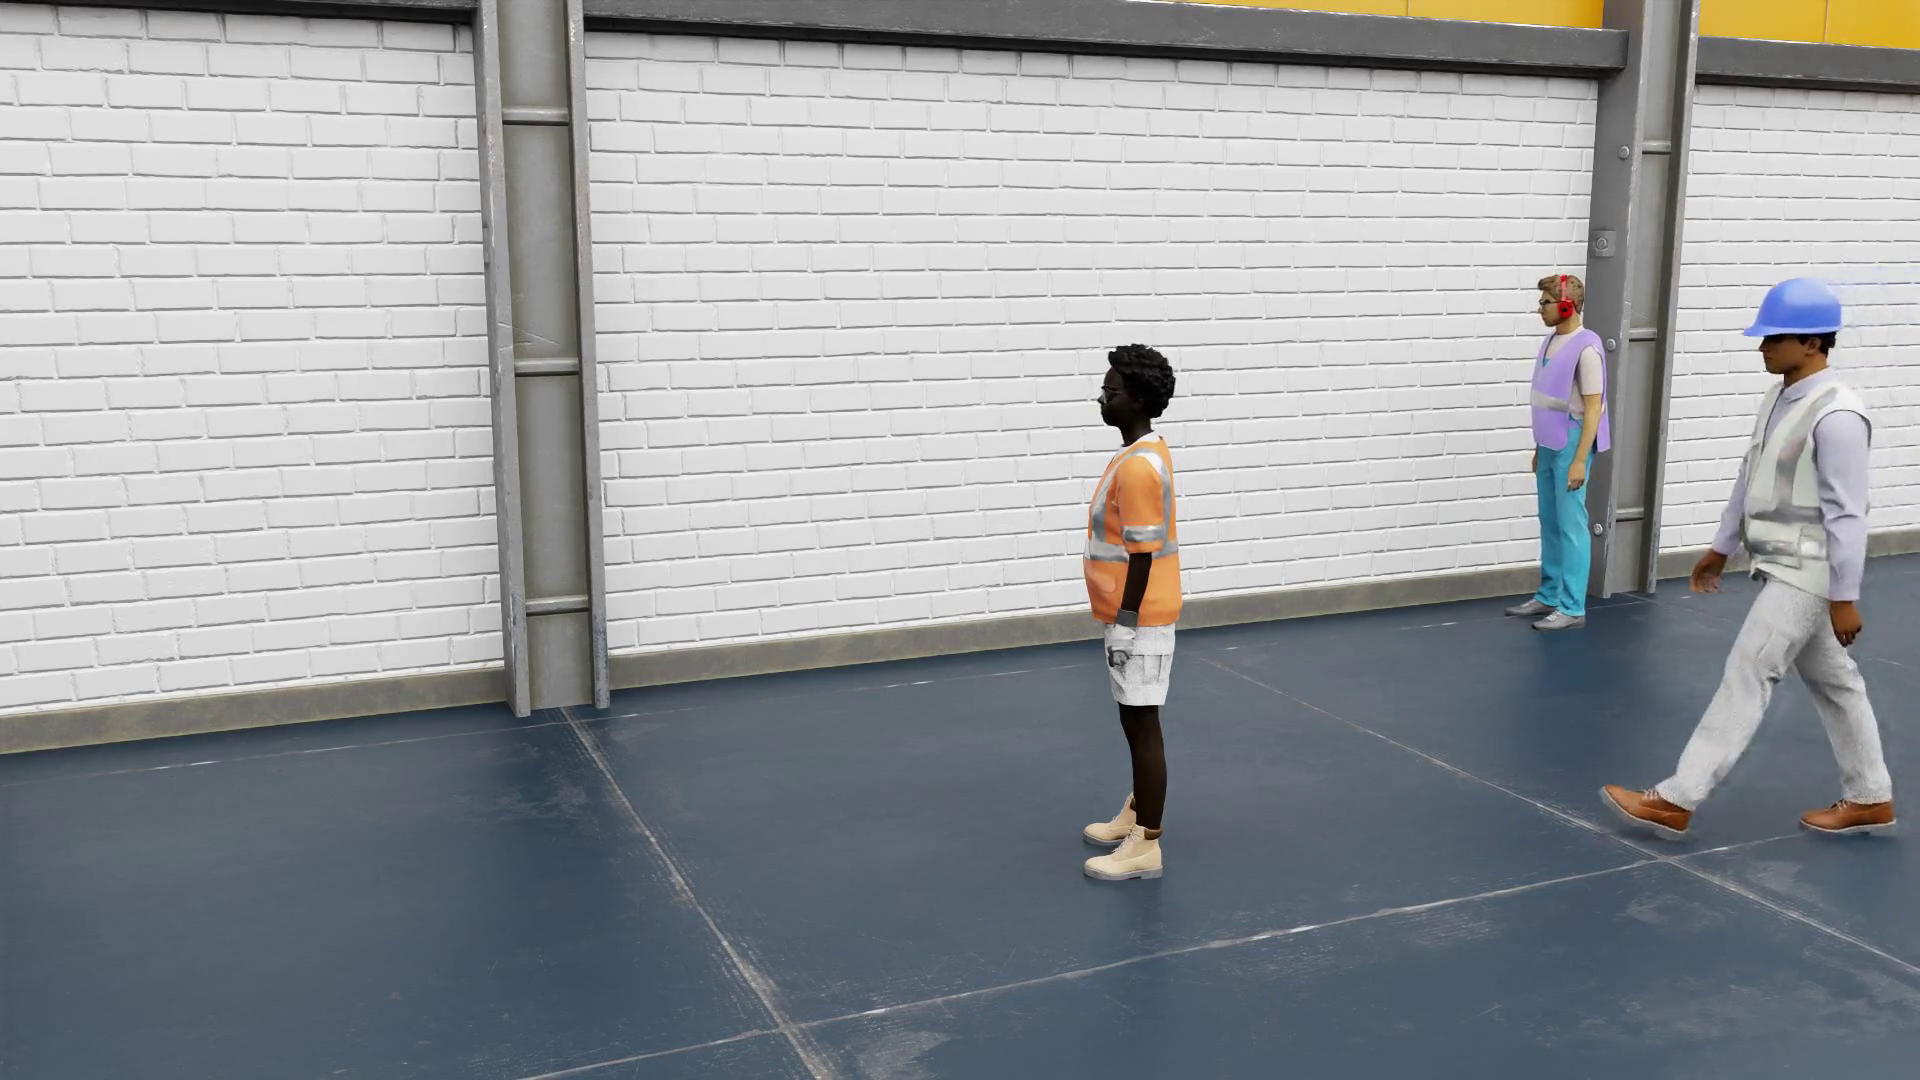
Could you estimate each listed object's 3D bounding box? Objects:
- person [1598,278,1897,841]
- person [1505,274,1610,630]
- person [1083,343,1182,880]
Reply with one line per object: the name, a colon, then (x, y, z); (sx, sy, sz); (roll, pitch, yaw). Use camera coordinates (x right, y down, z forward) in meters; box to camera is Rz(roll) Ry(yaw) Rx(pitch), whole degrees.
person: (2.722, 0.087, 5.536); (1.016, 1.889, 0.627); (2, 10, 12)
person: (3.145, -0.449, 8.637); (0.390, 1.838, 0.564); (0, 10, -3)
person: (0.548, 0.226, 5.297); (0.318, 1.700, 0.535); (1, 10, 6)
